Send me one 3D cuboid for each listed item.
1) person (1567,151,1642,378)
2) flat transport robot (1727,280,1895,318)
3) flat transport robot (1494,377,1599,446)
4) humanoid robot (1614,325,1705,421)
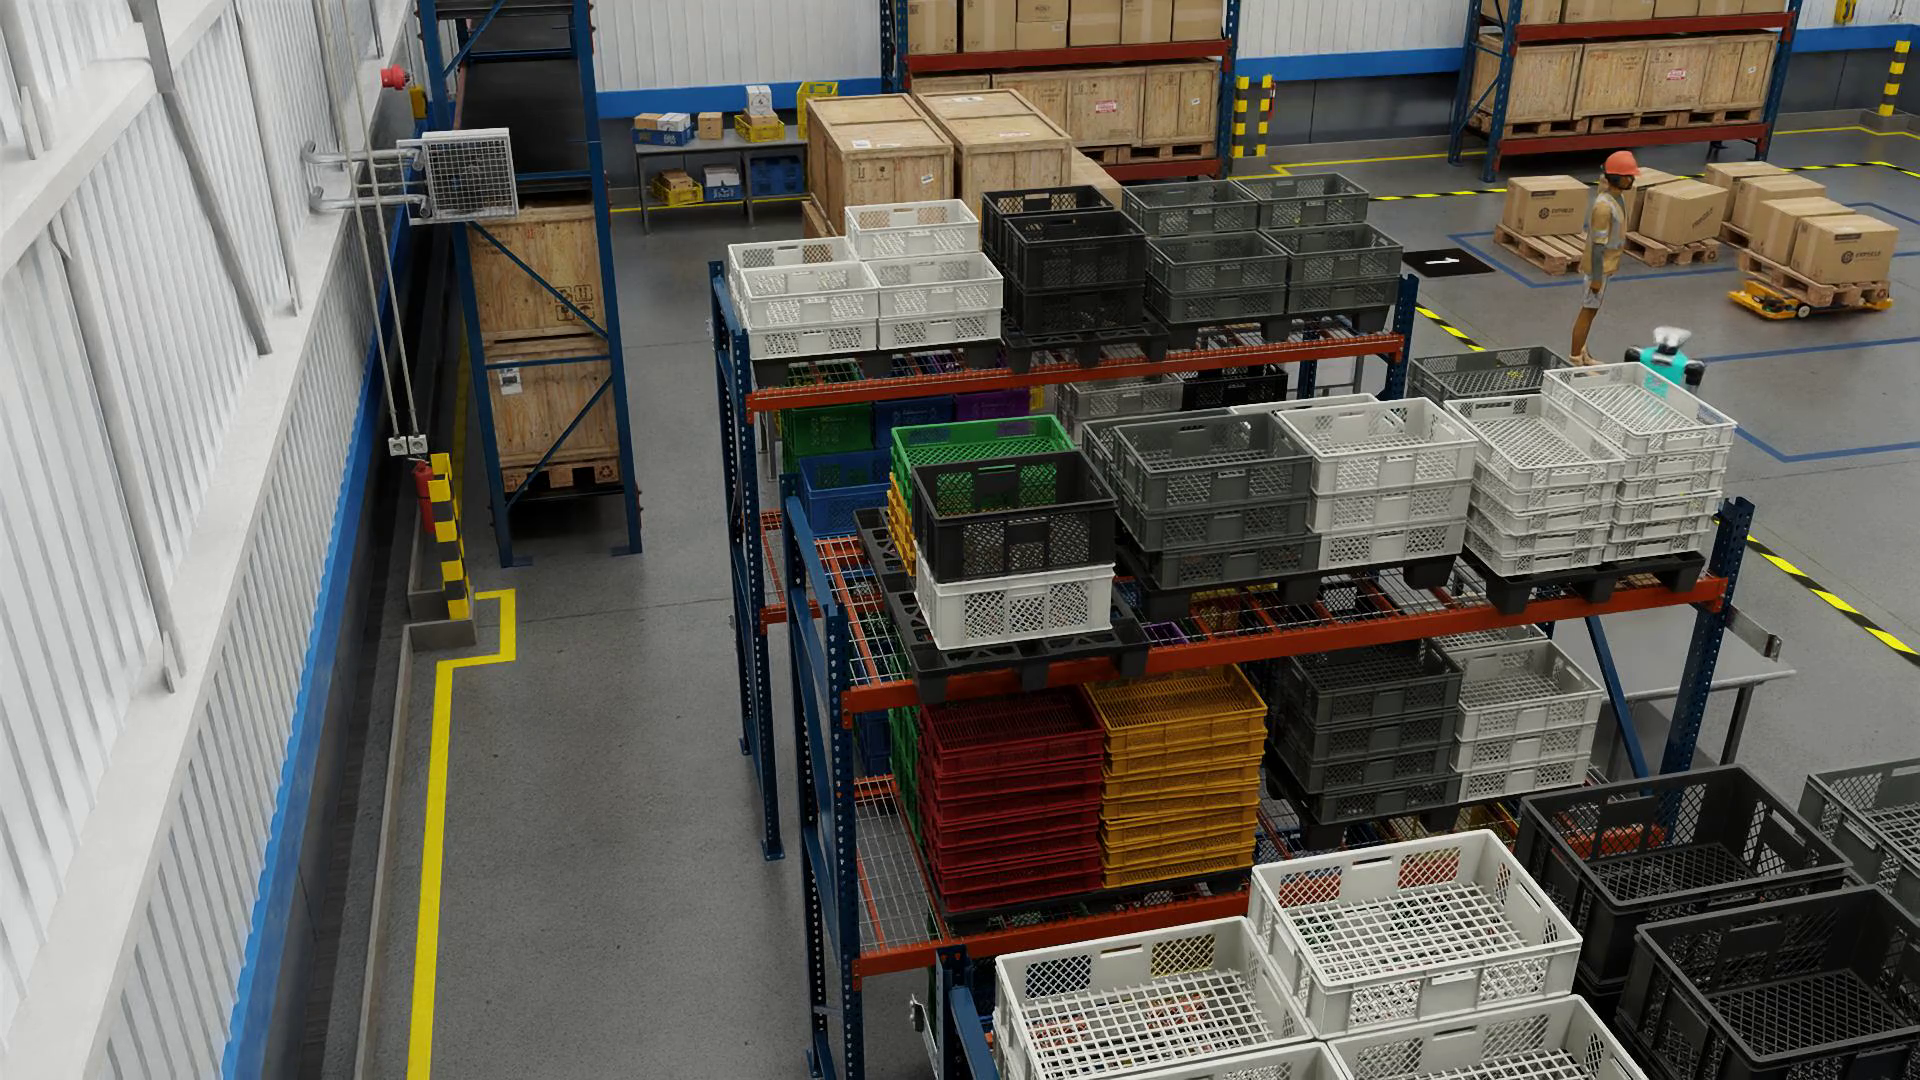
[{"bbox_3d":[5.707,-2.433,14.758,0.365,2.048,0.607,14,31,25],"label":"person"},{"bbox_3d":[8.558,-2.475,16.712,1.431,0.197,0.652,-6,28,-12],"label":"flat transport robot"},{"bbox_3d":[4.780,-1.036,14.013,0.659,0.231,1.431,-6,28,-12],"label":"flat transport robot"},{"bbox_3d":[5.030,-0.791,12.017,0.544,1.775,1.006,17,32,29],"label":"humanoid robot"}]
